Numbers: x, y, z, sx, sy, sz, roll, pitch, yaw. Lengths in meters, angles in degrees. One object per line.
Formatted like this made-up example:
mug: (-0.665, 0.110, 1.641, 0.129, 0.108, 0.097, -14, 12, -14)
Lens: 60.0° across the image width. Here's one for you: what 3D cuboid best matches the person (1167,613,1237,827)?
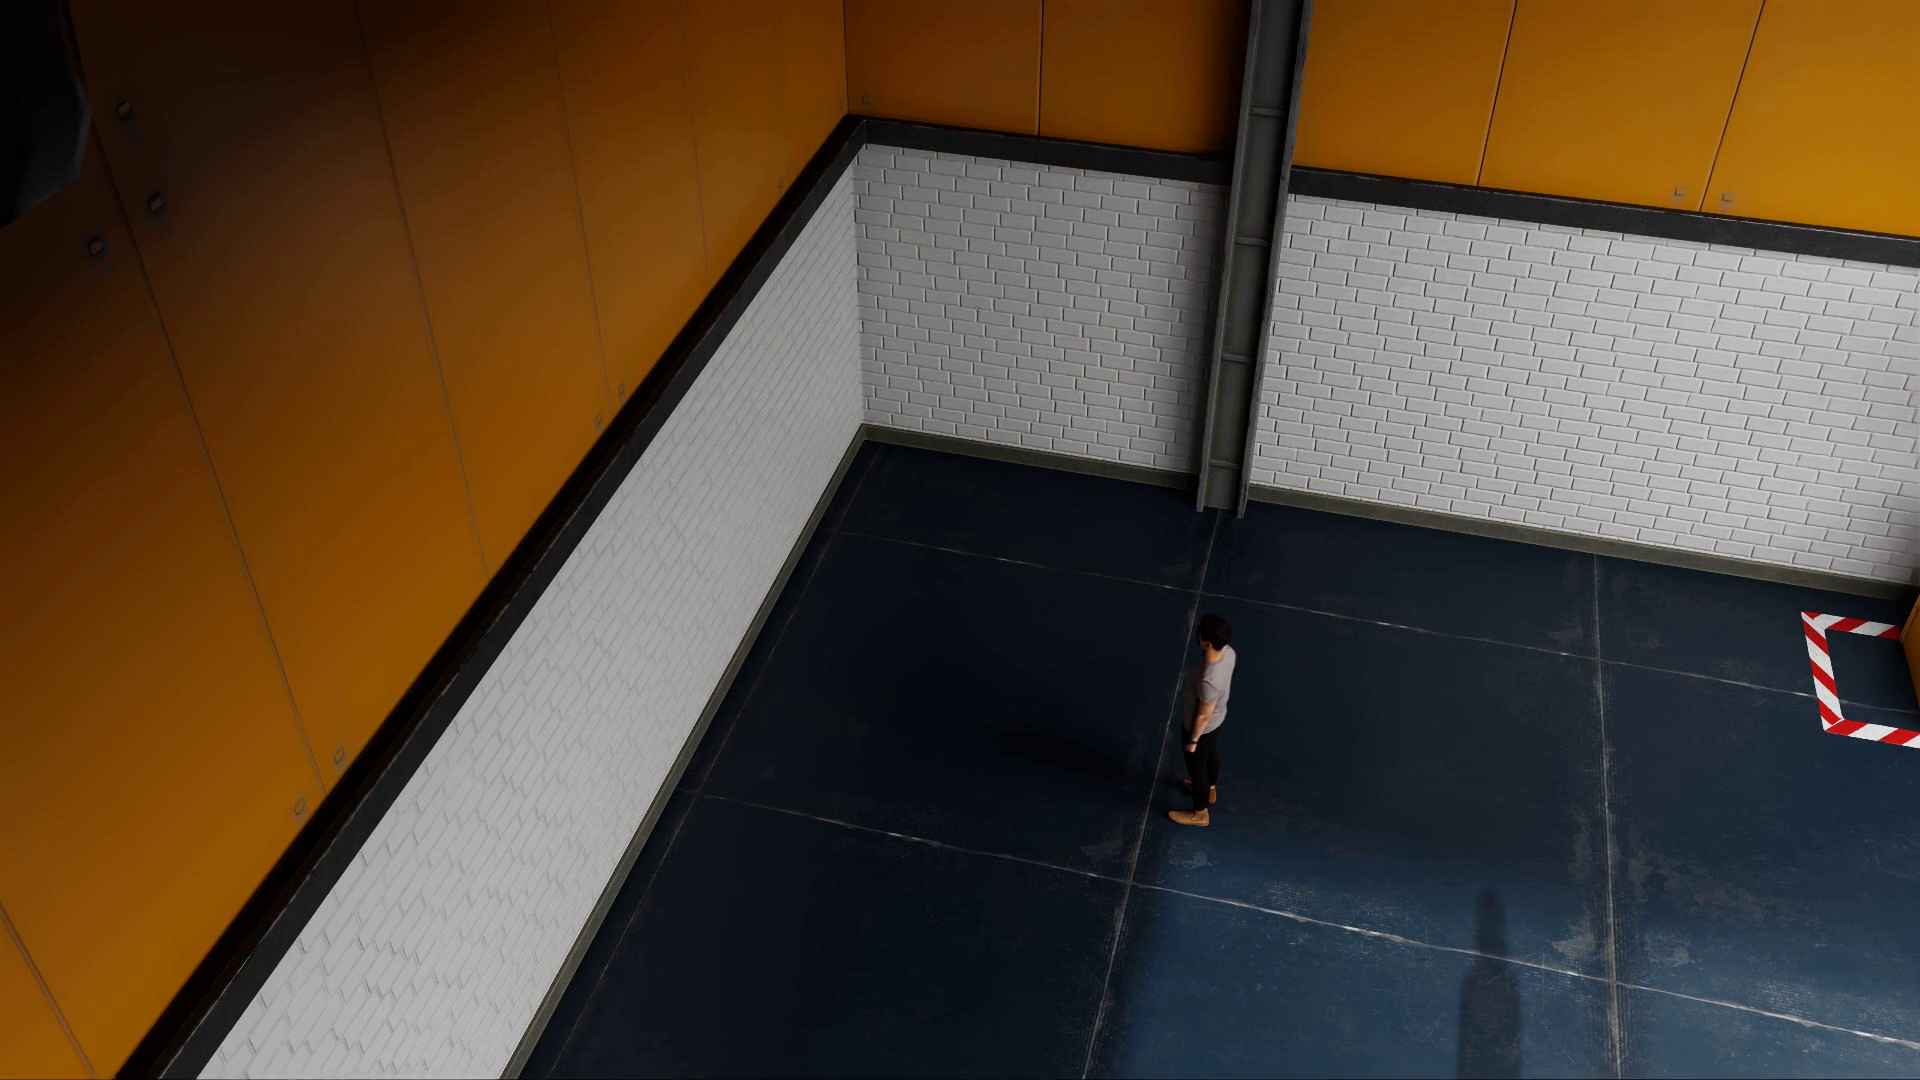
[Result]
person: (1.577, 1.153, 10.712, 0.576, 1.721, 0.642, 16, 41, 19)
